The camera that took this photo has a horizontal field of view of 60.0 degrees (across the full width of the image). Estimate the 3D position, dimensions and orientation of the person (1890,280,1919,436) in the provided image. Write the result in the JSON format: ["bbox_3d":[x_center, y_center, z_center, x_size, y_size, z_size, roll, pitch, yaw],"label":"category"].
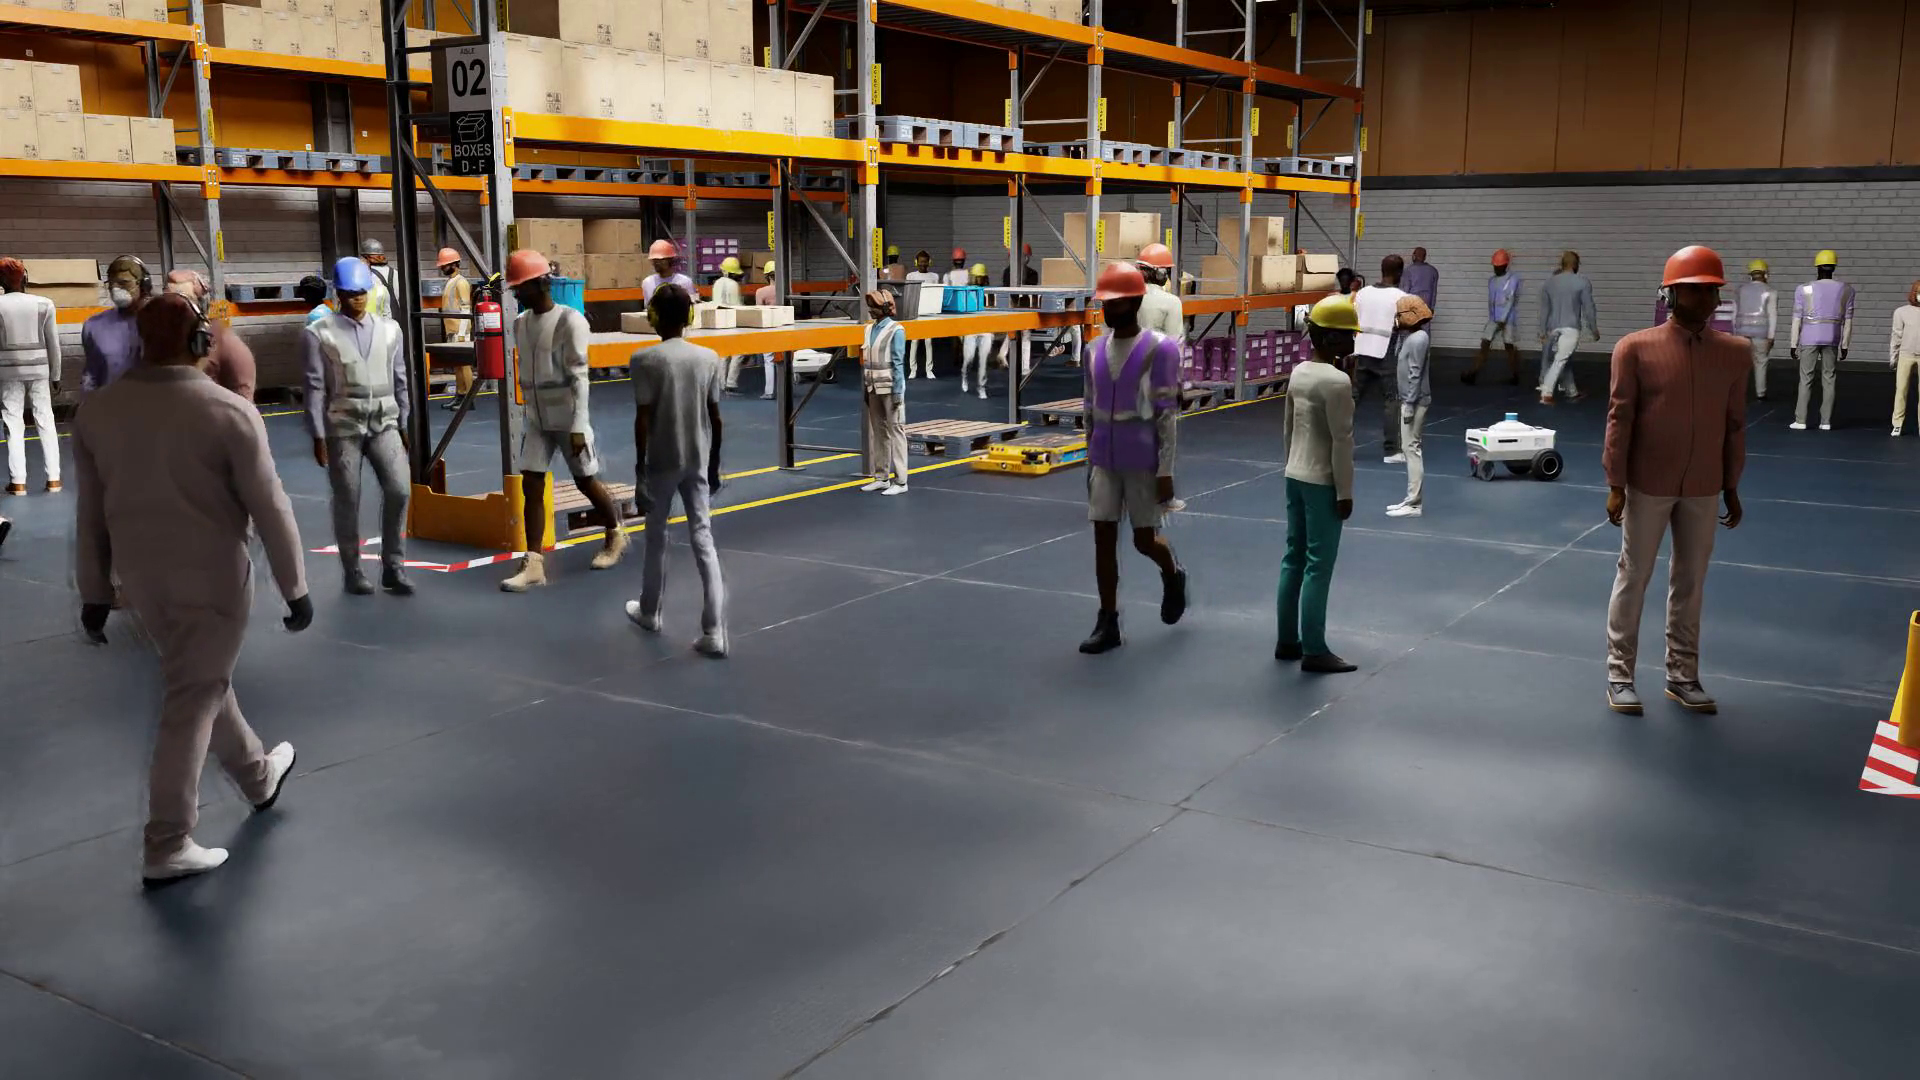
[{"bbox_3d":[9.851,-1.866,17.125,0.498,1.624,0.281,6,12,31],"label":"person"}]

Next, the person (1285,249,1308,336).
[{"bbox_3d":[5.325,-3.653,26.328,0.578,1.879,0.350,-10,14,-44],"label":"person"}]

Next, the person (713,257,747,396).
[{"bbox_3d":[-3.013,-2.768,21.631,0.404,1.807,0.718,-7,13,-35],"label":"person"}]

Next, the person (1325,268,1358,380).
[{"bbox_3d":[4.663,-2.467,20.288,0.551,1.668,0.721,4,11,20],"label":"person"}]

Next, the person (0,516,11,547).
[{"bbox_3d":[-6.501,-0.758,10.301,0.902,1.877,0.636,-1,10,-4],"label":"person"}]

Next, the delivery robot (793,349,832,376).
[{"bbox_3d":[-2.178,-2.524,23.473,0.707,0.478,0.477,-6,12,-29],"label":"delivery robot"}]

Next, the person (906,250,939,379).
[{"bbox_3d":[-0.549,-3.285,24.324,0.512,1.865,0.328,-1,10,-6],"label":"person"}]

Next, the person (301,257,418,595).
[{"bbox_3d":[-3.356,-0.621,9.385,0.640,1.922,0.663,-9,14,-41],"label":"person"}]

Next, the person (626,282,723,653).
[{"bbox_3d":[-1.414,-0.370,8.326,0.550,1.811,0.997,-7,12,-32],"label":"person"}]

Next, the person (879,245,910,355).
[{"bbox_3d":[-1.152,-4.191,29.159,0.587,1.930,0.363,-5,11,-26],"label":"person"}]

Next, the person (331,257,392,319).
[{"bbox_3d":[-6.556,-2.181,18.300,0.624,1.837,0.429,-4,11,-23],"label":"person"}]

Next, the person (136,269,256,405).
[{"bbox_3d":[-3.855,-0.424,8.413,0.661,1.891,0.749,3,11,18],"label":"person"}]

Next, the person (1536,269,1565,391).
[{"bbox_3d":[8.030,-2.821,22.391,0.499,1.633,0.280,5,12,28],"label":"person"}]

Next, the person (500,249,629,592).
[{"bbox_3d":[-2.358,-0.730,9.876,0.643,1.977,1.045,6,12,28],"label":"person"}]

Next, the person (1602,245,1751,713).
[{"bbox_3d":[3.060,-0.248,7.127,0.611,1.997,0.375,-1,10,-4],"label":"person"}]

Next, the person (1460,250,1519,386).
[{"bbox_3d":[7.392,-3.039,22.953,0.984,1.870,0.537,-6,12,-31],"label":"person"}]

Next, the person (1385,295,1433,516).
[{"bbox_3d":[3.314,-0.987,12.260,0.297,1.622,0.505,2,10,10],"label":"person"}]

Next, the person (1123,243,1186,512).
[{"bbox_3d":[1.429,-1.205,12.433,0.391,1.995,0.613,-10,14,-42],"label":"person"}]

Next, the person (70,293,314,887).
[{"bbox_3d":[-2.471,0.120,5.497,0.682,1.840,1.019,2,10,12],"label":"person"}]

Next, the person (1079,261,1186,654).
[{"bbox_3d":[0.870,-0.414,8.251,0.549,1.923,0.683,8,13,36],"label":"person"}]

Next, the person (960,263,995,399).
[{"bbox_3d":[0.221,-2.692,21.394,0.497,1.728,0.555,-2,10,-11],"label":"person"}]

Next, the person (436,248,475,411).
[{"bbox_3d":[-5.998,-2.492,19.750,0.368,1.929,0.542,-7,12,-34],"label":"person"}]

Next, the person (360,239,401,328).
[{"bbox_3d":[-6.921,-2.537,19.687,0.535,2.000,0.674,6,12,28],"label":"person"}]

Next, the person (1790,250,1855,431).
[{"bbox_3d":[9.177,-2.124,17.754,0.588,1.919,0.402,2,10,13],"label":"person"}]

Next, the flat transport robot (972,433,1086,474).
[{"bbox_3d":[0.757,-0.789,14.906,0.652,0.197,1.431,6,12,32],"label":"flat transport robot"}]

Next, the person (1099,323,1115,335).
[{"bbox_3d":[2.164,-3.060,23.326,0.579,1.782,0.937,5,11,24],"label":"person"}]

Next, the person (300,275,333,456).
[{"bbox_3d":[-6.026,-1.644,15.704,0.319,1.692,0.533,-2,10,-11],"label":"person"}]

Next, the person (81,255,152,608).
[{"bbox_3d":[-4.493,-0.580,9.146,0.635,1.942,0.384,0,10,2],"label":"person"}]

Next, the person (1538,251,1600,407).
[{"bbox_3d":[7.401,-2.569,20.331,1.045,1.892,0.648,-6,12,-32],"label":"person"}]

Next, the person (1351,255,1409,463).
[{"bbox_3d":[3.765,-1.648,15.205,0.547,1.888,0.817,-9,13,-40],"label":"person"}]

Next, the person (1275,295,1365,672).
[{"bbox_3d":[1.716,-0.266,7.873,0.326,1.765,0.530,-3,11,-15],"label":"person"}]

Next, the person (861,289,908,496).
[{"bbox_3d":[-0.604,-1.175,13.277,0.312,1.634,0.514,-8,13,-37],"label":"person"}]

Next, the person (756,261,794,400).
[{"bbox_3d":[-2.365,-2.661,21.173,0.523,1.759,0.351,-6,12,-31],"label":"person"}]

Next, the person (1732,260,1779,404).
[{"bbox_3d":[9.791,-2.556,20.537,0.870,1.789,0.597,-10,14,-42],"label":"person"}]

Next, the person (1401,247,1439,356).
[{"bbox_3d":[7.372,-3.761,26.842,0.638,1.910,0.407,-3,11,-17],"label":"person"}]

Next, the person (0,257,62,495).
[{"bbox_3d":[-7.470,-1.296,13.249,0.574,1.884,0.356,-9,14,-42],"label":"person"}]

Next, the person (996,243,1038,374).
[{"bbox_3d":[0.868,-3.460,24.981,0.630,1.979,0.639,7,12,32],"label":"person"}]

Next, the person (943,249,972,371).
[{"bbox_3d":[0.014,-3.587,25.942,0.554,1.897,0.958,1,10,6],"label":"person"}]

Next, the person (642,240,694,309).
[{"bbox_3d":[-3.031,-2.047,17.038,0.630,2.015,0.815,3,11,17],"label":"person"}]

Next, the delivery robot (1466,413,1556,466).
[{"bbox_3d":[4.665,-0.833,14.103,0.707,0.478,0.477,-2,10,-13],"label":"delivery robot"}]

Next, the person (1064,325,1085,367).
[{"bbox_3d":[1.903,-3.751,26.699,0.635,1.937,0.353,-9,14,-41],"label":"person"}]

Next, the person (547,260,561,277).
[{"bbox_3d":[-4.775,-2.369,19.454,0.515,1.805,0.964,7,12,34],"label":"person"}]

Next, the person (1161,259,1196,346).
[{"bbox_3d":[2.974,-3.055,23.137,0.625,1.837,0.429,0,10,0],"label":"person"}]
